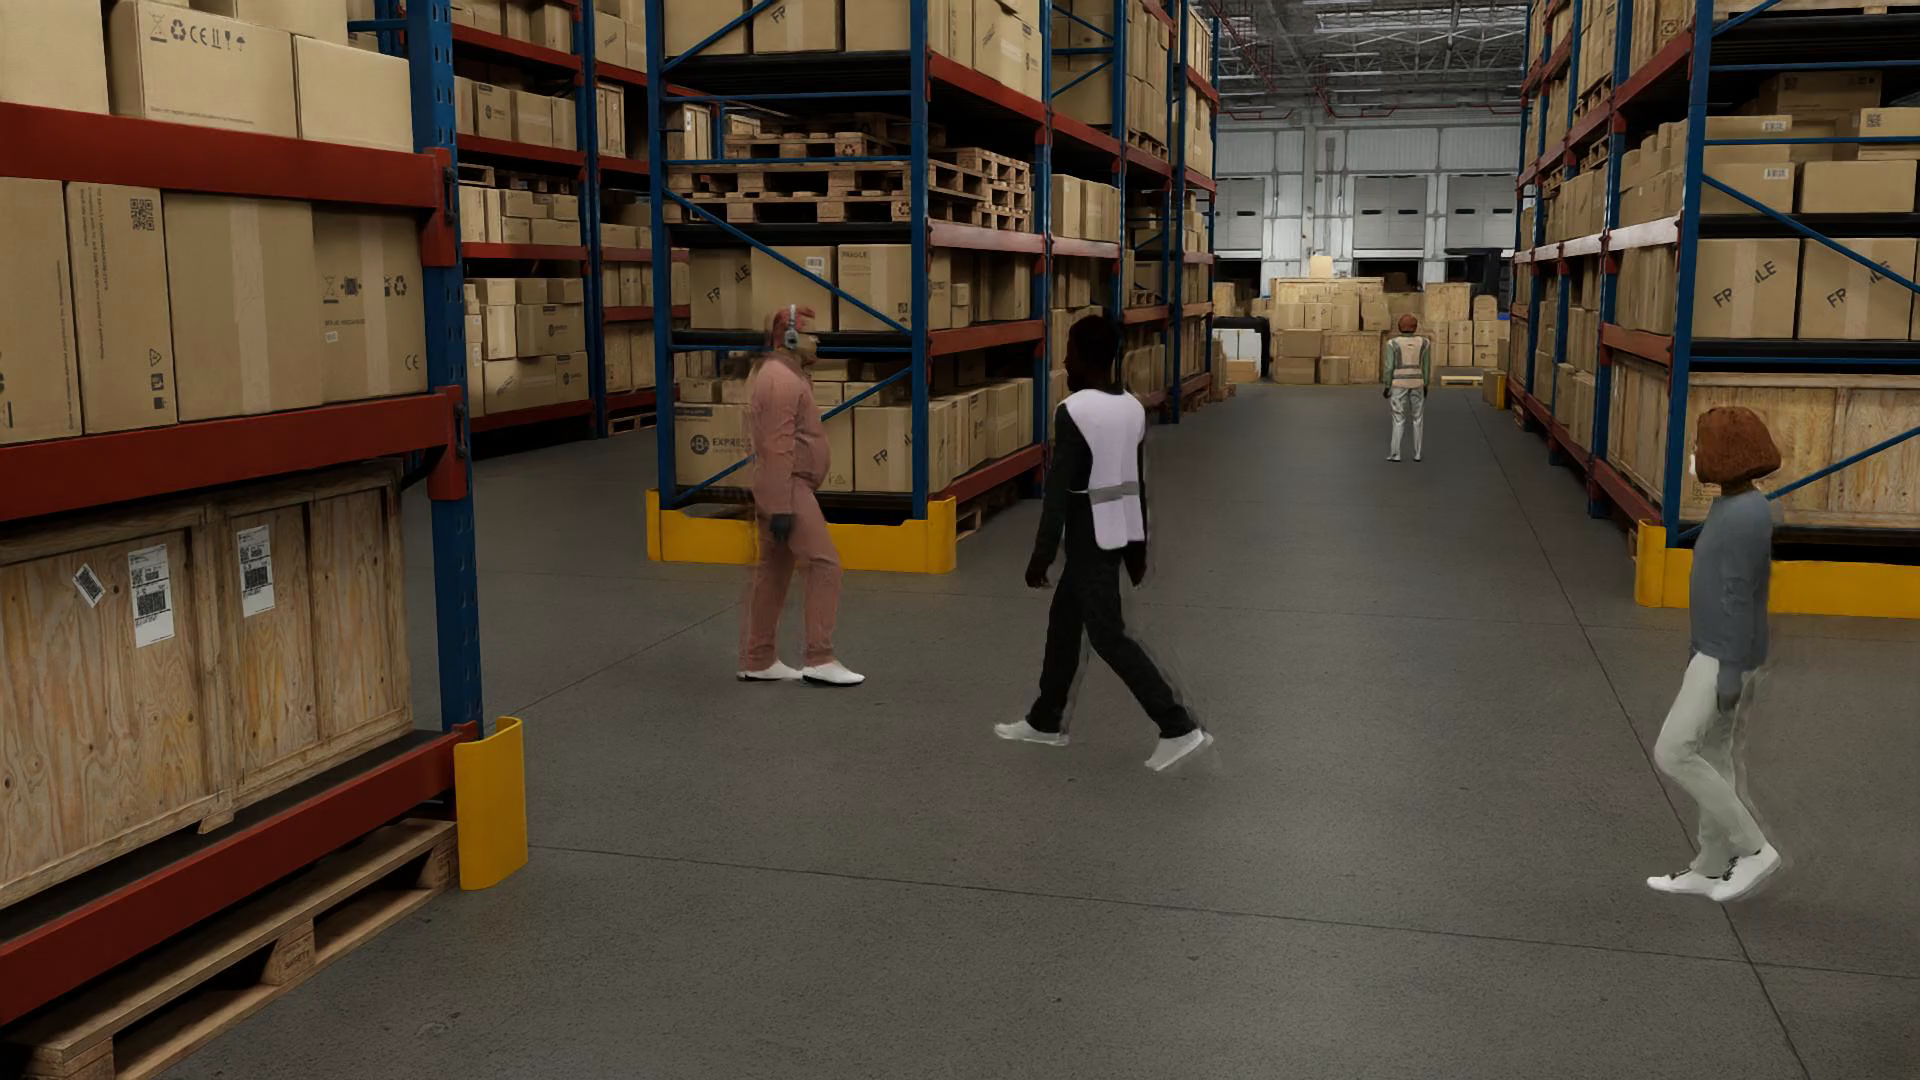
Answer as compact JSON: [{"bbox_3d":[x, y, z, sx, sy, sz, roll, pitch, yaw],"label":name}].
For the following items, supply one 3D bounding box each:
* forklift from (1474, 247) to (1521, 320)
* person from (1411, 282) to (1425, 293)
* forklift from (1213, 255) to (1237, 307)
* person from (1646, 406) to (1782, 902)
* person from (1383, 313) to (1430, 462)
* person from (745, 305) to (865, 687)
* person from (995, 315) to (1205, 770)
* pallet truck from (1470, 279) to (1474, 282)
[{"bbox_3d":[13.968,-6.343,44.069,1.873,2.768,1.129,-2,9,-10],"label":"forklift"},{"bbox_3d":[14.962,-7.480,54.403,0.634,1.910,0.904,0,9,1],"label":"person"},{"bbox_3d":[8.572,-8.457,57.503,1.873,2.768,1.129,-4,10,-26],"label":"forklift"},{"bbox_3d":[2.401,0.382,5.330,0.345,1.620,0.525,3,9,19],"label":"person"},{"bbox_3d":[4.921,-1.670,18.317,0.512,1.639,0.311,-1,9,-3],"label":"person"},{"bbox_3d":[-0.751,-0.206,8.228,0.730,1.882,0.686,-1,9,-8],"label":"person"},{"bbox_3d":[0.600,0.002,6.947,0.982,1.883,0.592,5,10,28],"label":"person"},{"bbox_3d":[18.896,-8.459,60.307,1.885,1.965,0.823,5,10,31],"label":"pallet truck"}]
